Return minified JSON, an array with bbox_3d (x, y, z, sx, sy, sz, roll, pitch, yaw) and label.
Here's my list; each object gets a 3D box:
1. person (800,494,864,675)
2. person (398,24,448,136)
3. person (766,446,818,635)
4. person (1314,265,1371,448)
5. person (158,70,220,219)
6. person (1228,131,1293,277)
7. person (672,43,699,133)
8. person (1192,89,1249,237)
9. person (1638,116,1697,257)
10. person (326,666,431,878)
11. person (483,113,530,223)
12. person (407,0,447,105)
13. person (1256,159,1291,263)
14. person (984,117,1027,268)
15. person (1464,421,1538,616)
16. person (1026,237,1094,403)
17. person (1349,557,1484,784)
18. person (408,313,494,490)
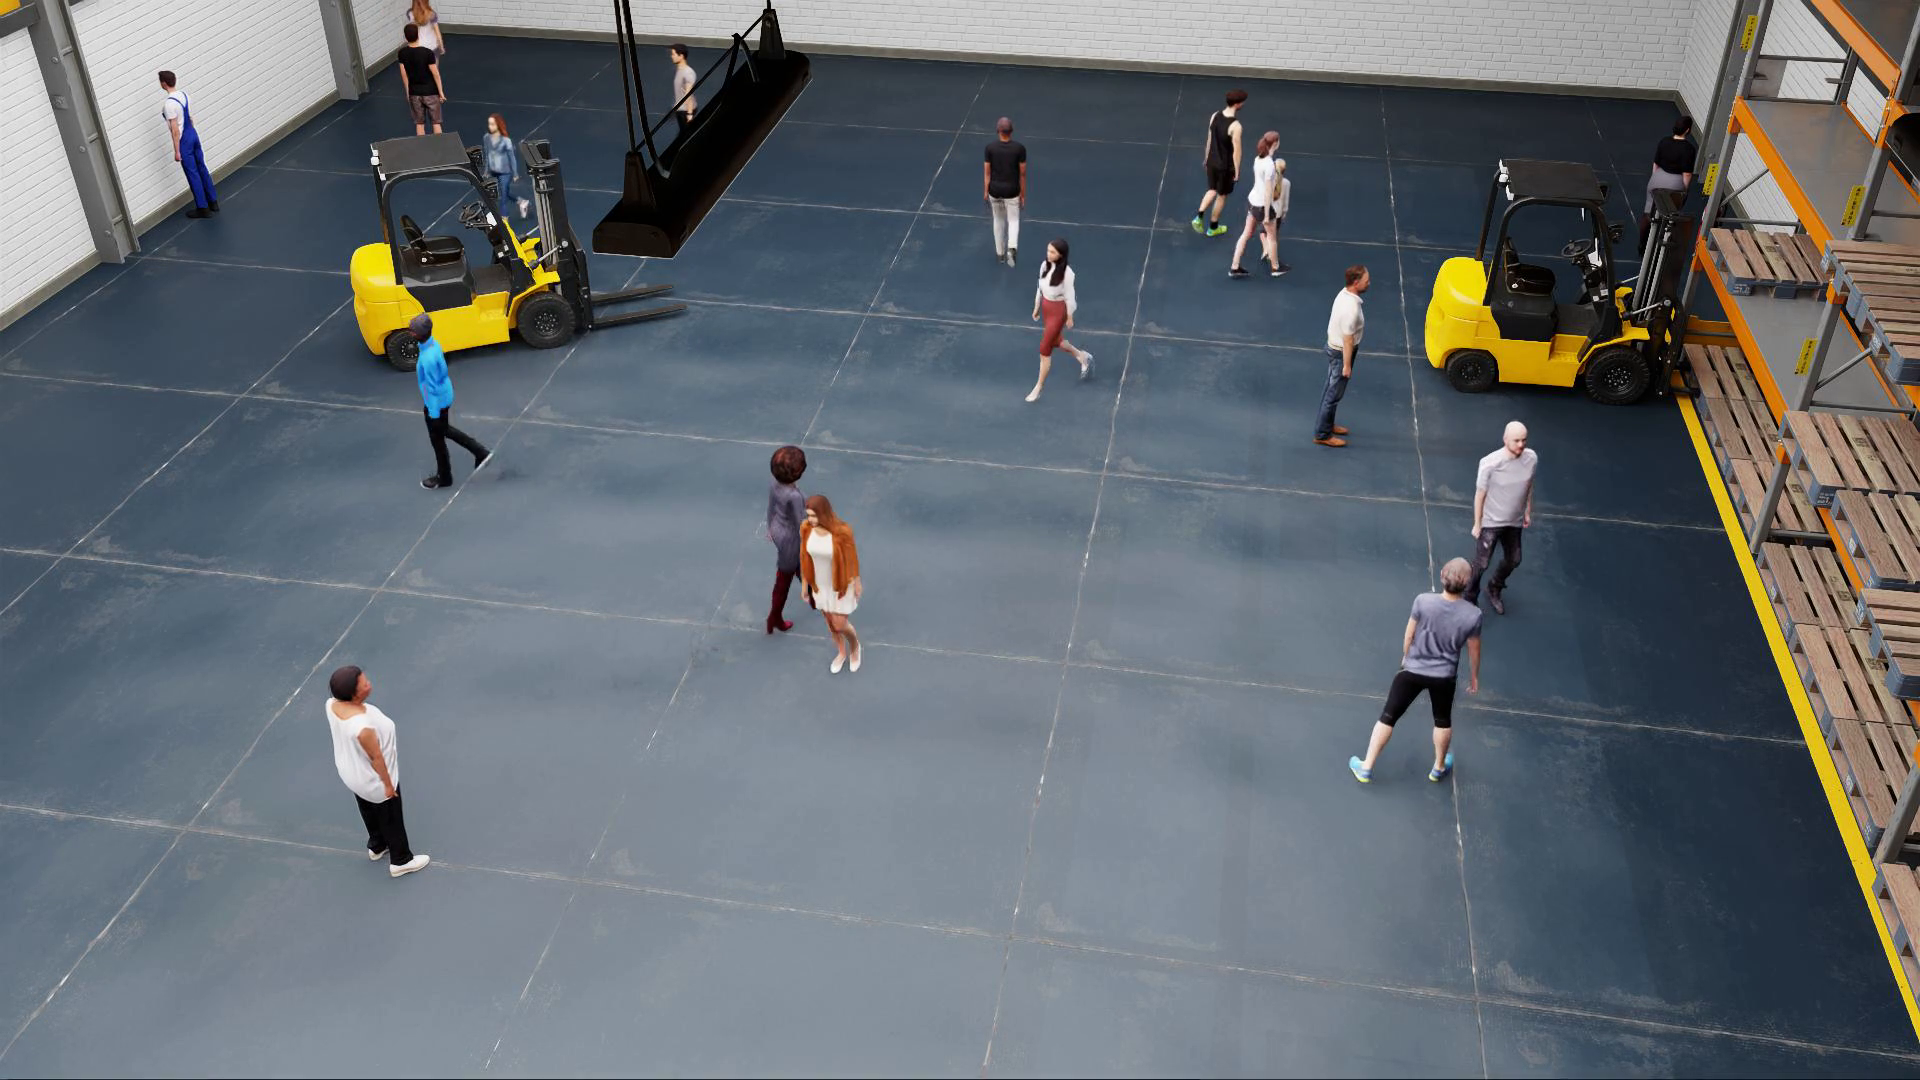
[{"bbox_3d":[-0.981,0.282,13.030,0.661,1.688,0.676,10,35,15],"label":"person"},{"bbox_3d":[-7.215,-6.005,22.330,0.719,1.863,0.658,-1,34,-2],"label":"person"},{"bbox_3d":[-1.461,0.042,13.391,0.997,1.688,0.951,-20,39,-27],"label":"person"},{"bbox_3d":[3.653,-1.800,16.016,0.700,1.849,0.490,5,34,8],"label":"person"},{"bbox_3d":[-9.656,-4.952,20.758,0.678,1.850,0.484,5,34,8],"label":"person"},{"bbox_3d":[3.383,-3.820,19.179,0.988,1.712,1.038,-10,35,-14],"label":"person"},{"bbox_3d":[-3.611,-5.735,22.056,0.746,1.716,0.652,-15,36,-21],"label":"person"},{"bbox_3d":[3.097,-4.511,20.076,1.003,1.870,0.942,-26,41,-33],"label":"person"},{"bbox_3d":[8.350,-4.143,19.622,0.832,1.760,0.768,-20,39,-27],"label":"person"},{"bbox_3d":[-3.940,1.527,11.157,0.764,1.688,0.788,28,43,35],"label":"person"},{"bbox_3d":[-5.611,-4.558,20.523,0.741,1.453,1.016,16,37,22],"label":"person"},{"bbox_3d":[-7.773,-7.128,24.154,0.605,1.715,0.616,5,34,7],"label":"person"},{"bbox_3d":[3.695,-3.877,19.670,0.568,1.264,0.712,1,34,1],"label":"person"},{"bbox_3d":[0.518,-4.016,19.405,0.711,1.788,0.945,2,34,3],"label":"person"},{"bbox_3d":[4.420,-0.189,13.611,0.789,1.828,0.785,-8,34,-12],"label":"person"},{"bbox_3d":[1.008,-2.253,16.814,1.123,1.721,1.081,-21,39,-28],"label":"person"},{"bbox_3d":[3.379,0.960,11.848,0.984,1.867,0.817,9,35,14],"label":"person"},{"bbox_3d":[-4.715,-1.274,15.285,0.878,1.783,0.949,-6,34,-8],"label":"person"}]
